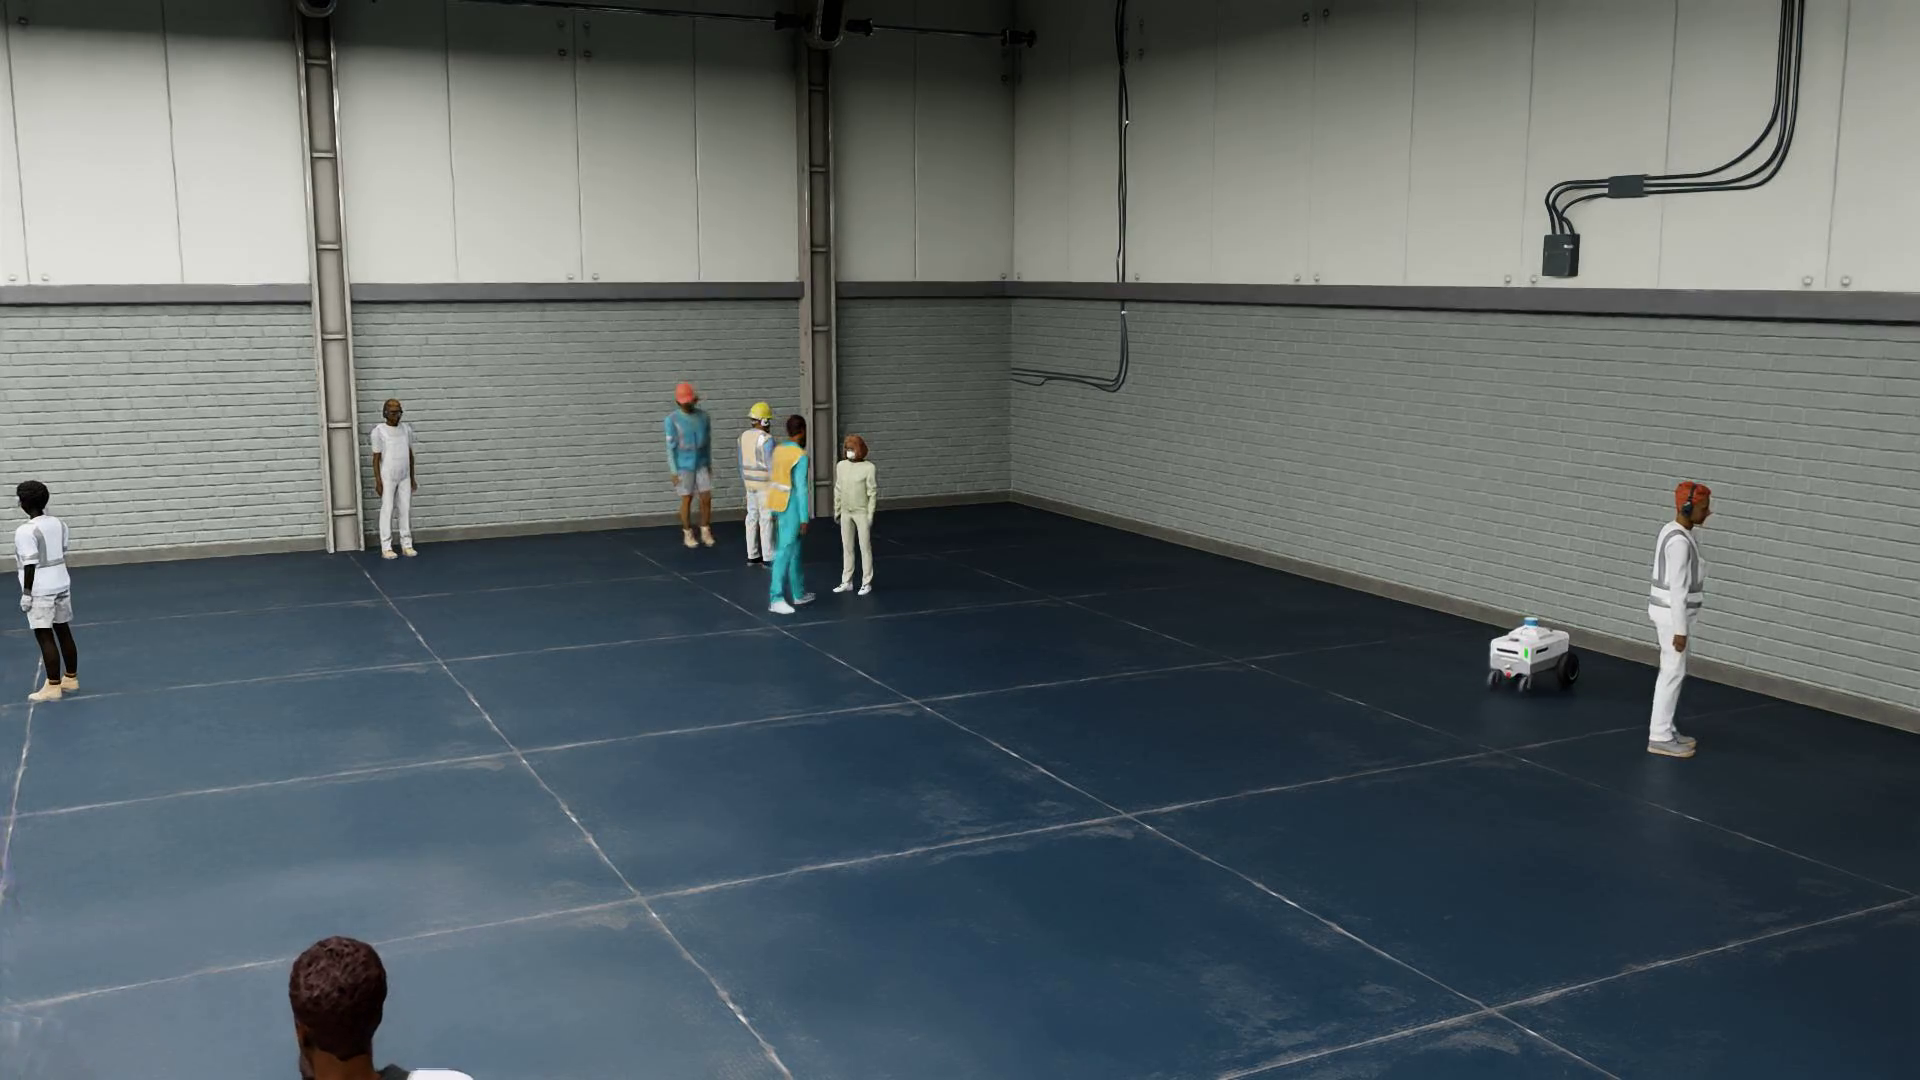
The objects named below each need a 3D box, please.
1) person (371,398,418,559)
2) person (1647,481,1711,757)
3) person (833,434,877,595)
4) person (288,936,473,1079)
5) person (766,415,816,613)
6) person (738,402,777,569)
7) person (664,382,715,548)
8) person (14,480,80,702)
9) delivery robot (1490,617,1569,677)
[{"bbox_3d":[-6.447,-0.697,18.968,0.341,1.839,0.501,7,12,38],"label":"person"},{"bbox_3d":[4.865,0.532,11.271,0.373,1.878,0.587,3,10,20],"label":"person"},{"bbox_3d":[-1.066,-0.260,16.882,0.499,1.633,0.289,5,11,30],"label":"person"},{"bbox_3d":[-1.247,1.777,3.508,0.405,1.908,0.598,9,13,44],"label":"person"},{"bbox_3d":[-1.623,-0.262,16.156,0.654,1.873,0.676,-5,10,-28],"label":"person"},{"bbox_3d":[-2.184,-0.603,18.380,0.403,1.834,0.586,-9,13,-44],"label":"person"},{"bbox_3d":[-3.172,-0.871,19.548,0.653,1.989,0.605,-7,11,-36],"label":"person"},{"bbox_3d":[-6.997,0.384,12.707,0.317,1.698,0.540,0,9,2],"label":"person"},{"bbox_3d":[4.481,0.849,13.073,0.707,0.478,0.477,-9,13,-42],"label":"delivery robot"}]
